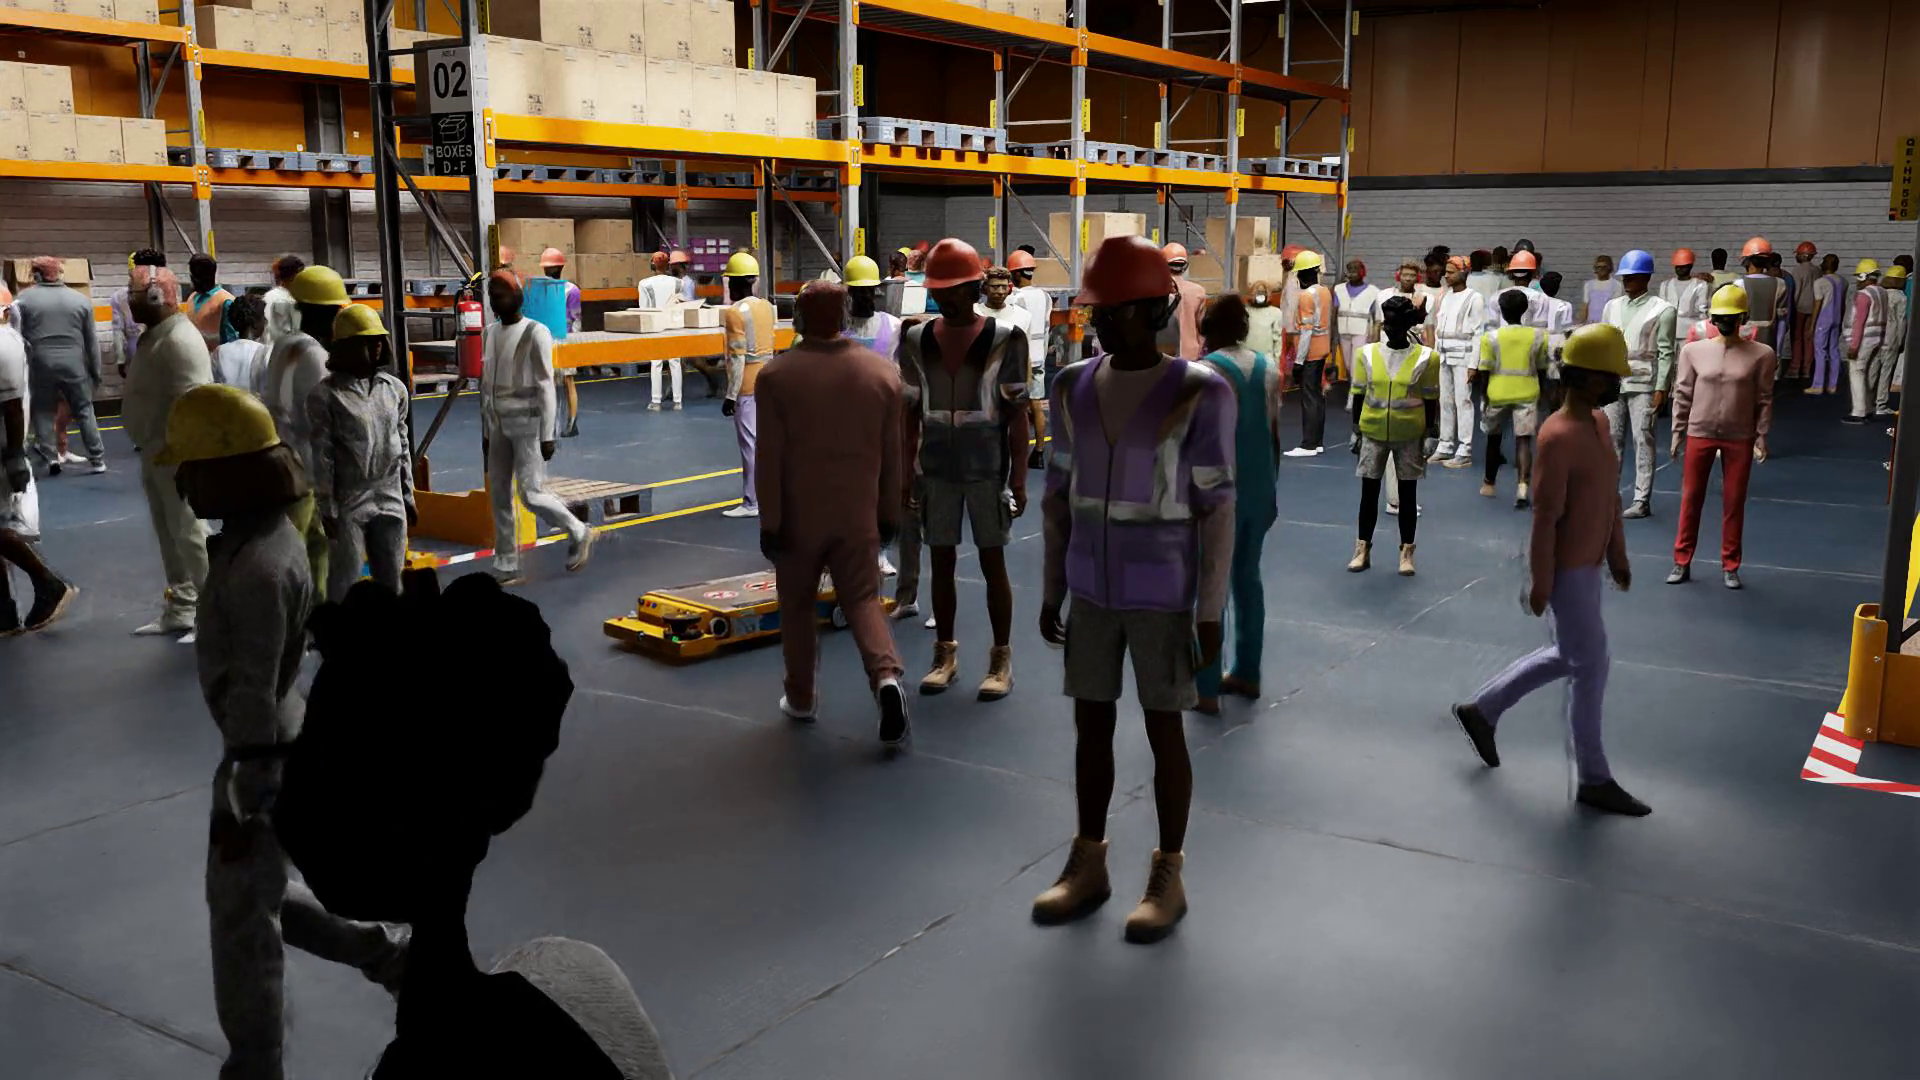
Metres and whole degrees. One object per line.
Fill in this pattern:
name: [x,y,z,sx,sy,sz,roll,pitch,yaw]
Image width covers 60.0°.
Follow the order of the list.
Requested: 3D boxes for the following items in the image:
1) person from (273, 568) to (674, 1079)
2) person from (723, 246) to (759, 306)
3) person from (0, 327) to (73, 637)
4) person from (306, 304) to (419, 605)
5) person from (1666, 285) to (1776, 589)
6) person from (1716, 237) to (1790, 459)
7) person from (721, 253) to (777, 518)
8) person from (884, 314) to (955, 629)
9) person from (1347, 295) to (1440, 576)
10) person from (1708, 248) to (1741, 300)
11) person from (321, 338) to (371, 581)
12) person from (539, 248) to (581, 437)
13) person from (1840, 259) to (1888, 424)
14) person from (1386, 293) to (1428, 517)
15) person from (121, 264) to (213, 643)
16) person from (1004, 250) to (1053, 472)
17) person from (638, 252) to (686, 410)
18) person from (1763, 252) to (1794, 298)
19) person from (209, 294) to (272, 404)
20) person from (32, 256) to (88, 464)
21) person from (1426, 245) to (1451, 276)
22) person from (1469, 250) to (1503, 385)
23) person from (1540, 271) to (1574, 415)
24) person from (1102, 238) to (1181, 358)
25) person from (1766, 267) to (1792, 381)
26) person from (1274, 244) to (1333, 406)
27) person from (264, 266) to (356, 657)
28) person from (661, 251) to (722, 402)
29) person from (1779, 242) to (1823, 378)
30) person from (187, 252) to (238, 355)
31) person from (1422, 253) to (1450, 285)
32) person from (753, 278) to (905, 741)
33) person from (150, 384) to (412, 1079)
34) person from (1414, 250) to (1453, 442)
person: [-0.304,0.918,1.051,0.324,1.863,0.568,-1,10,-7]
person: [-2.930,-3.037,22.742,0.627,1.941,0.372,-4,11,-21]
person: [-4.945,-0.432,8.420,0.643,1.901,0.426,6,12,31]
person: [-2.623,-0.168,7.378,0.285,1.746,0.491,7,13,35]
person: [4.419,-0.592,9.672,0.533,1.767,0.326,5,11,26]
person: [7.292,-1.758,15.368,0.605,2.044,0.375,0,10,0]
person: [-1.555,-1.122,12.158,0.371,1.929,0.584,4,11,21]
person: [-0.199,-0.364,8.746,0.514,1.645,0.308,8,13,36]
person: [2.618,-0.629,10.076,0.529,1.694,0.321,5,11,24]
person: [9.694,-2.766,21.304,0.590,1.916,0.394,-2,10,-10]
person: [-3.609,-0.541,9.777,0.270,1.627,0.499,-7,12,-33]
person: [-4.158,-2.025,17.127,0.543,1.941,0.357,3,11,19]
person: [9.975,-2.188,18.374,0.599,1.819,0.404,-10,14,-44]
person: [3.292,-0.998,12.273,0.308,1.640,0.511,3,11,18]
person: [-3.989,-0.423,8.395,0.415,1.914,0.653,-9,13,-40]
person: [0.551,-1.559,14.563,0.361,1.935,0.544,10,14,43]
person: [-3.541,-2.485,19.832,0.575,1.884,0.355,-5,11,-25]
person: [11.834,-3.276,24.339,0.429,1.840,0.637,-4,11,-19]
person: [-4.301,-0.642,10.140,0.540,1.695,0.317,3,11,18]
person: [-8.138,-1.610,15.005,0.424,1.881,0.648,-4,11,-20]
person: [7.700,-3.760,26.760,0.592,1.939,0.619,2,10,10]
person: [7.263,-3.090,23.186,0.578,1.884,0.350,1,10,4]
person: [6.181,-1.971,17.506,0.534,1.697,0.318,8,13,38]
person: [1.180,-0.968,10.992,0.536,2.000,0.688,0,10,-2]
person: [11.631,-3.091,23.857,0.514,1.645,0.309,4,11,19]
person: [4.086,-2.600,20.222,0.825,1.971,0.637,6,12,30]
person: [-3.163,-0.356,8.001,0.749,1.891,0.632,-7,12,-34]
person: [-3.451,-2.681,20.905,0.840,1.890,0.566,-6,12,-32]
person: [12.363,-3.371,24.428,0.622,1.995,0.374,-6,12,-29]
person: [-6.303,-1.460,14.061,0.593,1.919,0.391,6,12,31]
person: [6.688,-3.072,23.222,0.504,1.838,0.351,0,10,0]
person: [-0.512,-0.119,6.773,0.643,1.876,0.842,-4,11,-22]
person: [-1.521,0.504,3.721,0.620,1.720,0.496,-5,11,-25]
person: [4.774,-1.989,17.005,0.612,1.919,0.950,-1,10,-3]
